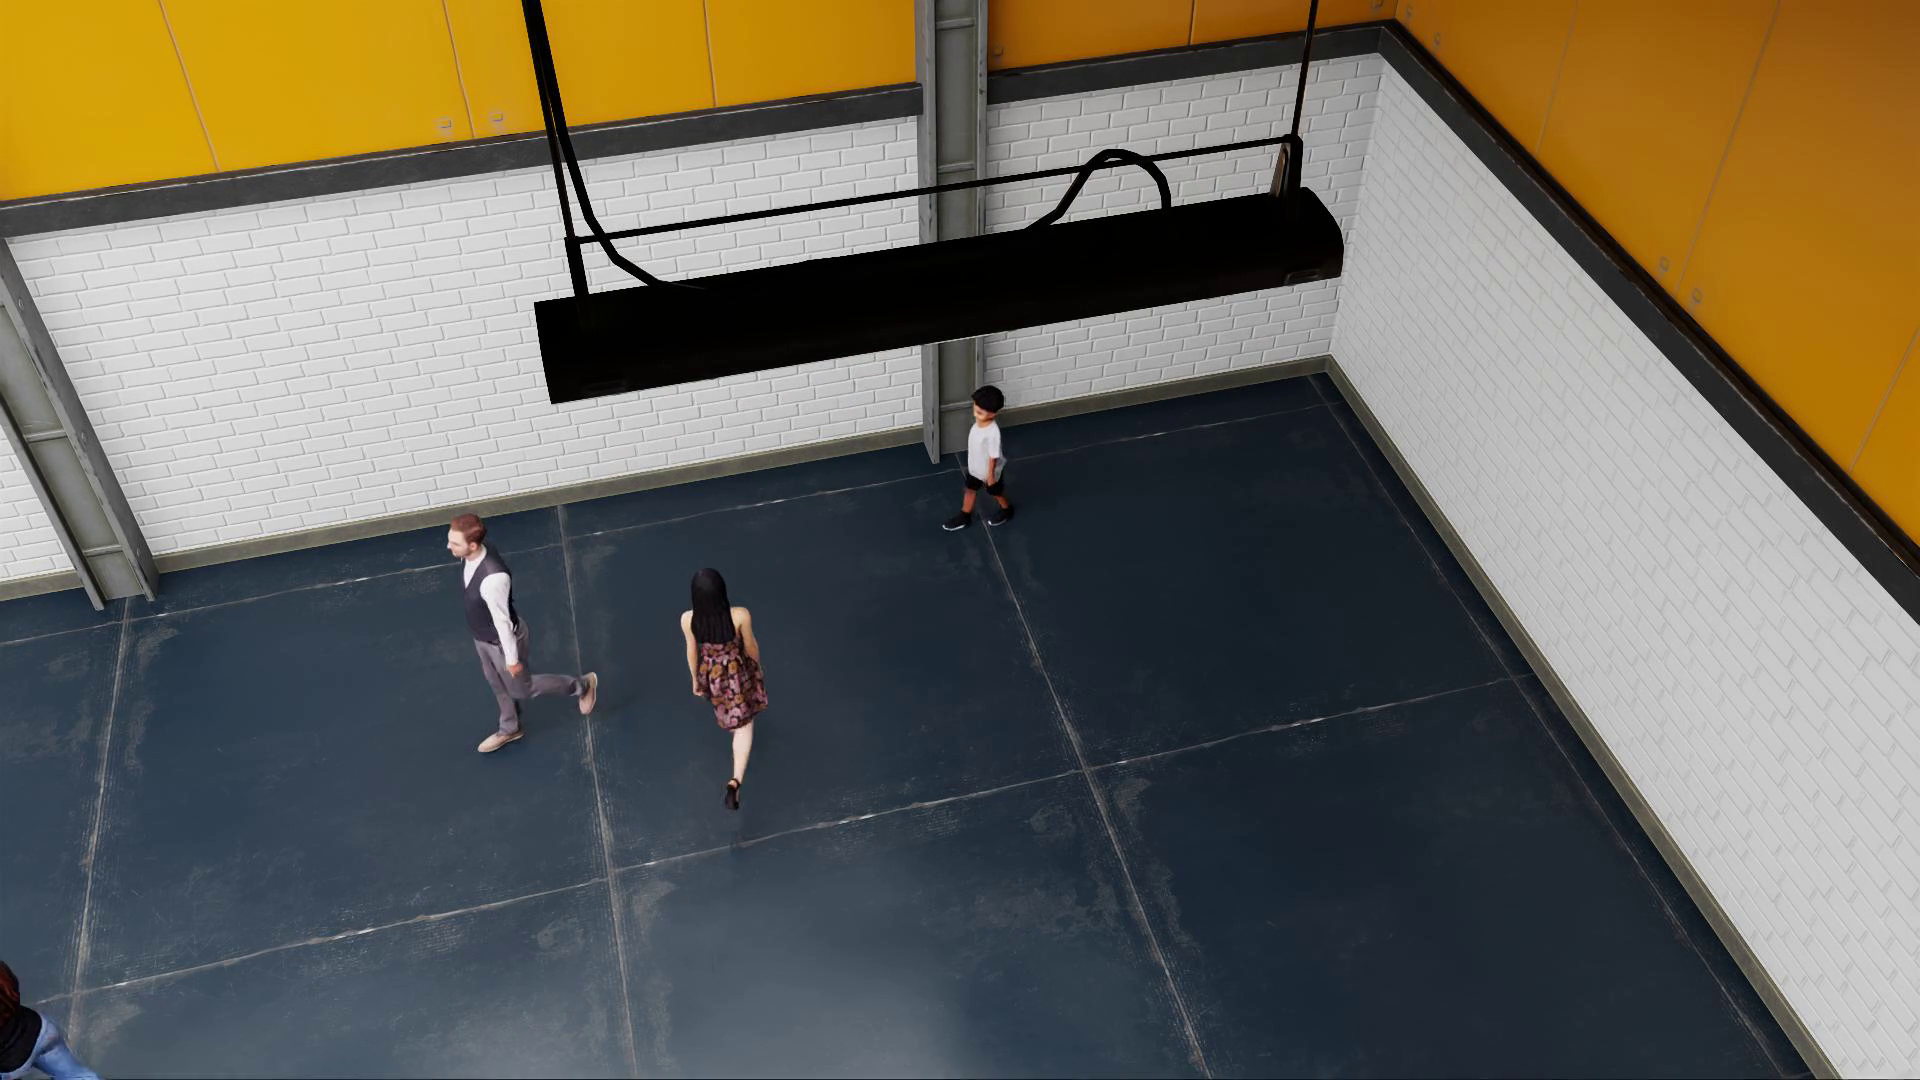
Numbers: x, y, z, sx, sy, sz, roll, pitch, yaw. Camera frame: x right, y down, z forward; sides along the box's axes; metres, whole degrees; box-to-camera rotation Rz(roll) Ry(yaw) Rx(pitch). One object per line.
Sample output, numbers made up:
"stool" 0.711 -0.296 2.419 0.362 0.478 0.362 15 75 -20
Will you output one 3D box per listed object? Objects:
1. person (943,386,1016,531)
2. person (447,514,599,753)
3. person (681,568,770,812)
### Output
"person" 0.232 -0.579 11.769 0.807 1.242 0.584 -20 47 -19
"person" -2.703 0.534 10.114 1.136 1.913 0.882 -24 49 -23
"person" -1.379 0.880 9.867 1.064 1.753 0.872 -1 44 -1
